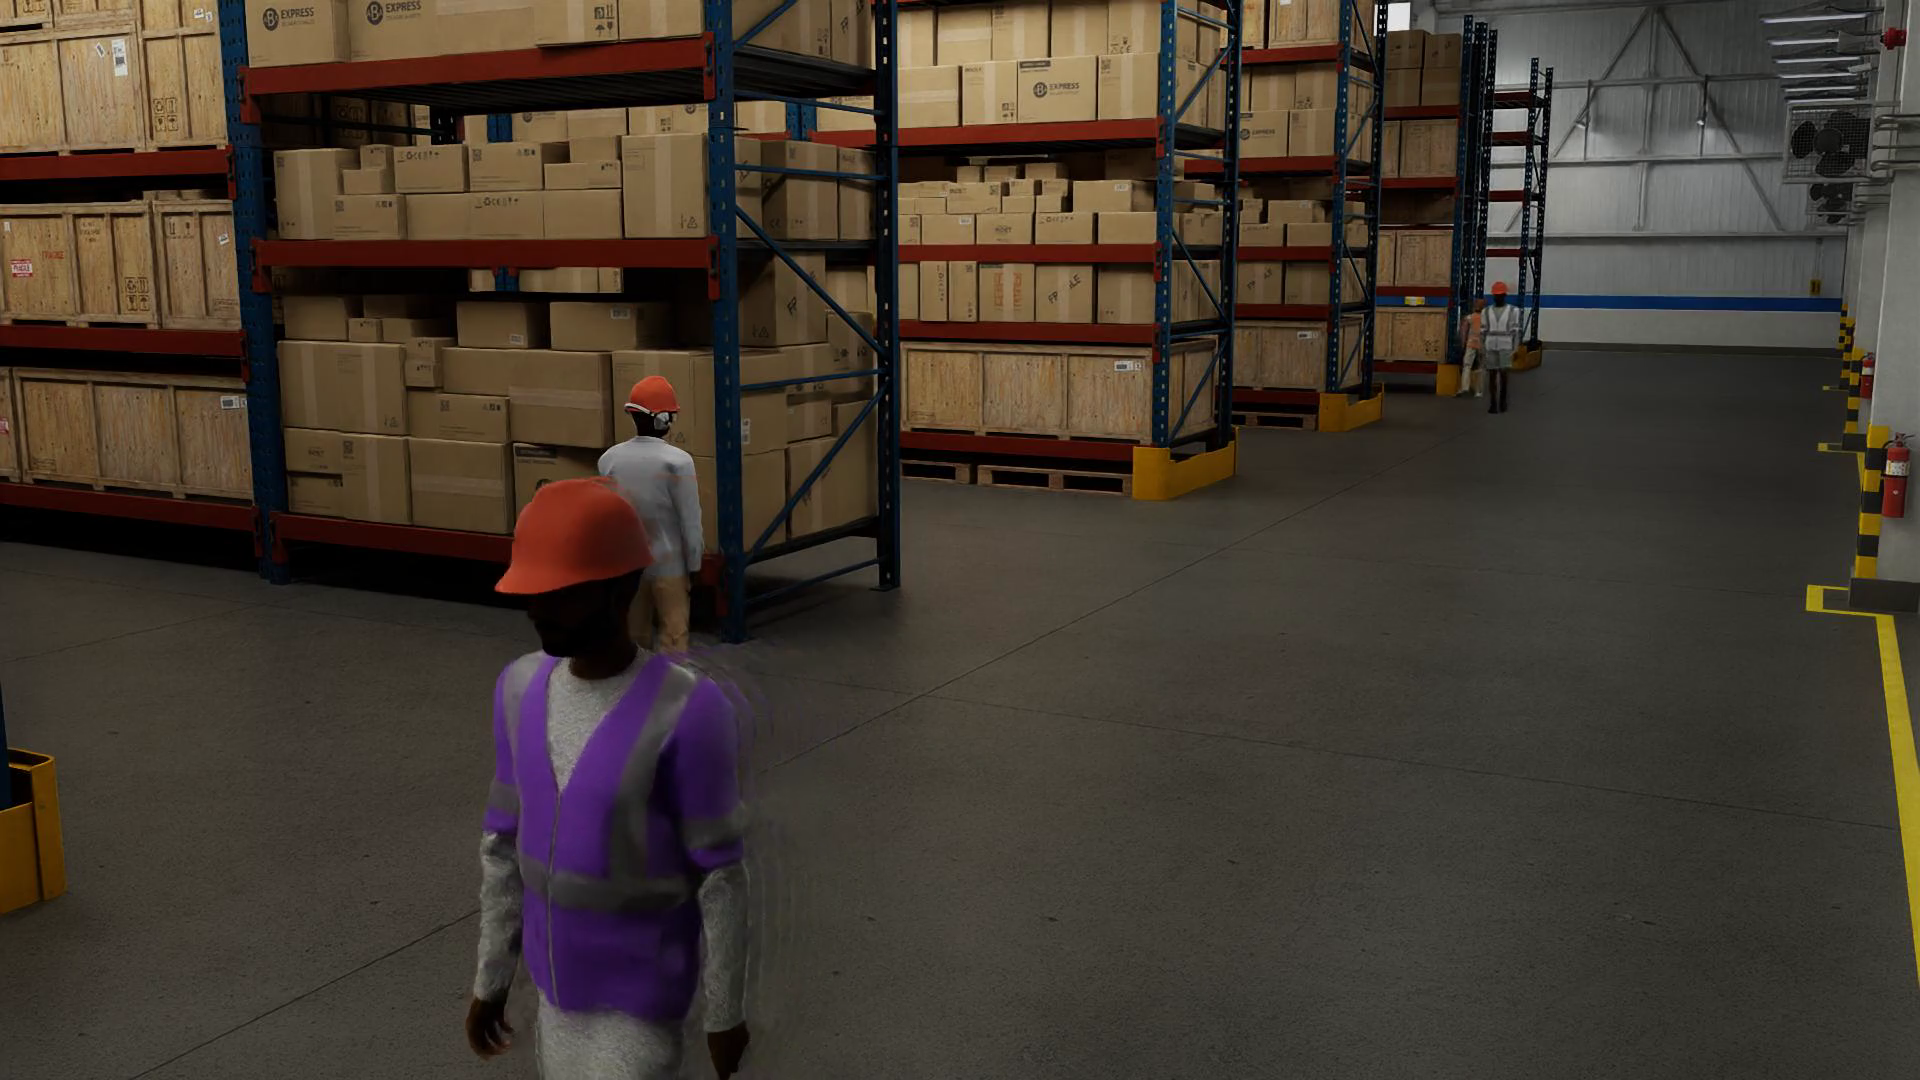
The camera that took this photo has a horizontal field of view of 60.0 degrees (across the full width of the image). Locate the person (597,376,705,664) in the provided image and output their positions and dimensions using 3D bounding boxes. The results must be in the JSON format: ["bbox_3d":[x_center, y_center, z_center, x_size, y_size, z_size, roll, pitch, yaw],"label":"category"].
[{"bbox_3d":[-1.447,0.095,7.953,0.561,1.752,0.327,5,11,26],"label":"person"}]

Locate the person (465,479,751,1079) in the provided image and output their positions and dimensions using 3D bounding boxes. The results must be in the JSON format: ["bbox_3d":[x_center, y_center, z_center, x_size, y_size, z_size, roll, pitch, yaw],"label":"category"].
[{"bbox_3d":[-0.695,0.836,3.170,0.555,1.918,0.407,7,12,34],"label":"person"}]

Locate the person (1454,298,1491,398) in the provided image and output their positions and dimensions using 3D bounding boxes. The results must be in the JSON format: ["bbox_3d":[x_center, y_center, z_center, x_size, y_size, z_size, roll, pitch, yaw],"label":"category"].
[{"bbox_3d":[8.300,-3.071,26.707,0.535,1.609,0.622,5,11,25],"label":"person"}]

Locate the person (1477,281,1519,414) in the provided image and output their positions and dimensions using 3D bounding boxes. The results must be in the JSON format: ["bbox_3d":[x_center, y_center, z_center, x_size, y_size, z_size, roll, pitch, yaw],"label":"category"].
[{"bbox_3d":[7.788,-2.779,24.113,0.567,1.914,0.569,6,11,30],"label":"person"}]
